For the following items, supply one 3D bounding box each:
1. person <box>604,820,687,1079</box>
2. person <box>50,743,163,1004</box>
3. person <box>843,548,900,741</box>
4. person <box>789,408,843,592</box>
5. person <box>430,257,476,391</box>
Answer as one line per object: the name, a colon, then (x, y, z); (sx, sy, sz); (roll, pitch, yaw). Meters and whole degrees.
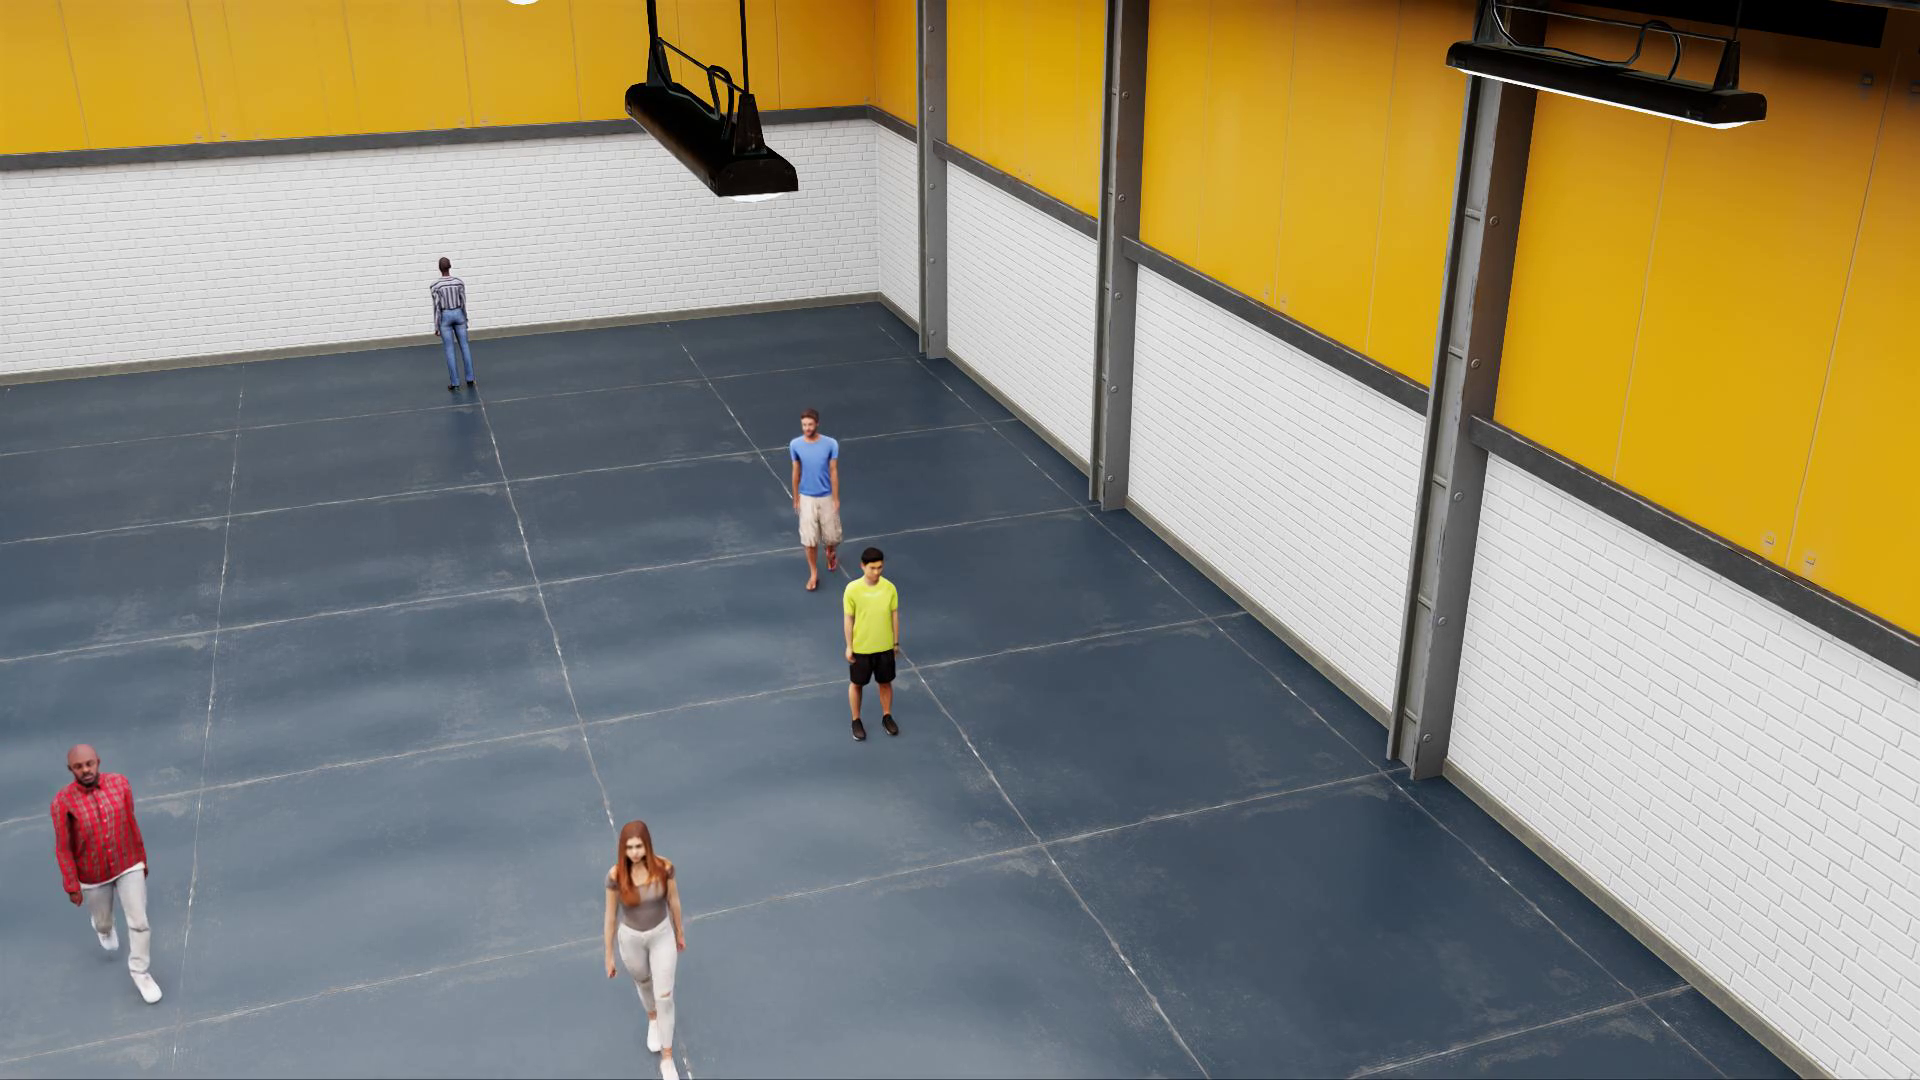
person: (-1.913, 2.409, 10.164); (0.736, 1.700, 0.986); (-4, 24, -9)
person: (-5.544, 2.087, 10.780); (0.907, 1.797, 1.175); (-18, 29, -35)
person: (-0.742, 0.838, 13.754); (0.626, 1.702, 0.533); (-6, 24, -14)
person: (-1.413, -0.452, 16.524); (0.830, 1.848, 0.944); (1, 24, 2)
person: (-6.765, -2.884, 22.156); (0.700, 1.794, 0.660); (-18, 29, -35)
